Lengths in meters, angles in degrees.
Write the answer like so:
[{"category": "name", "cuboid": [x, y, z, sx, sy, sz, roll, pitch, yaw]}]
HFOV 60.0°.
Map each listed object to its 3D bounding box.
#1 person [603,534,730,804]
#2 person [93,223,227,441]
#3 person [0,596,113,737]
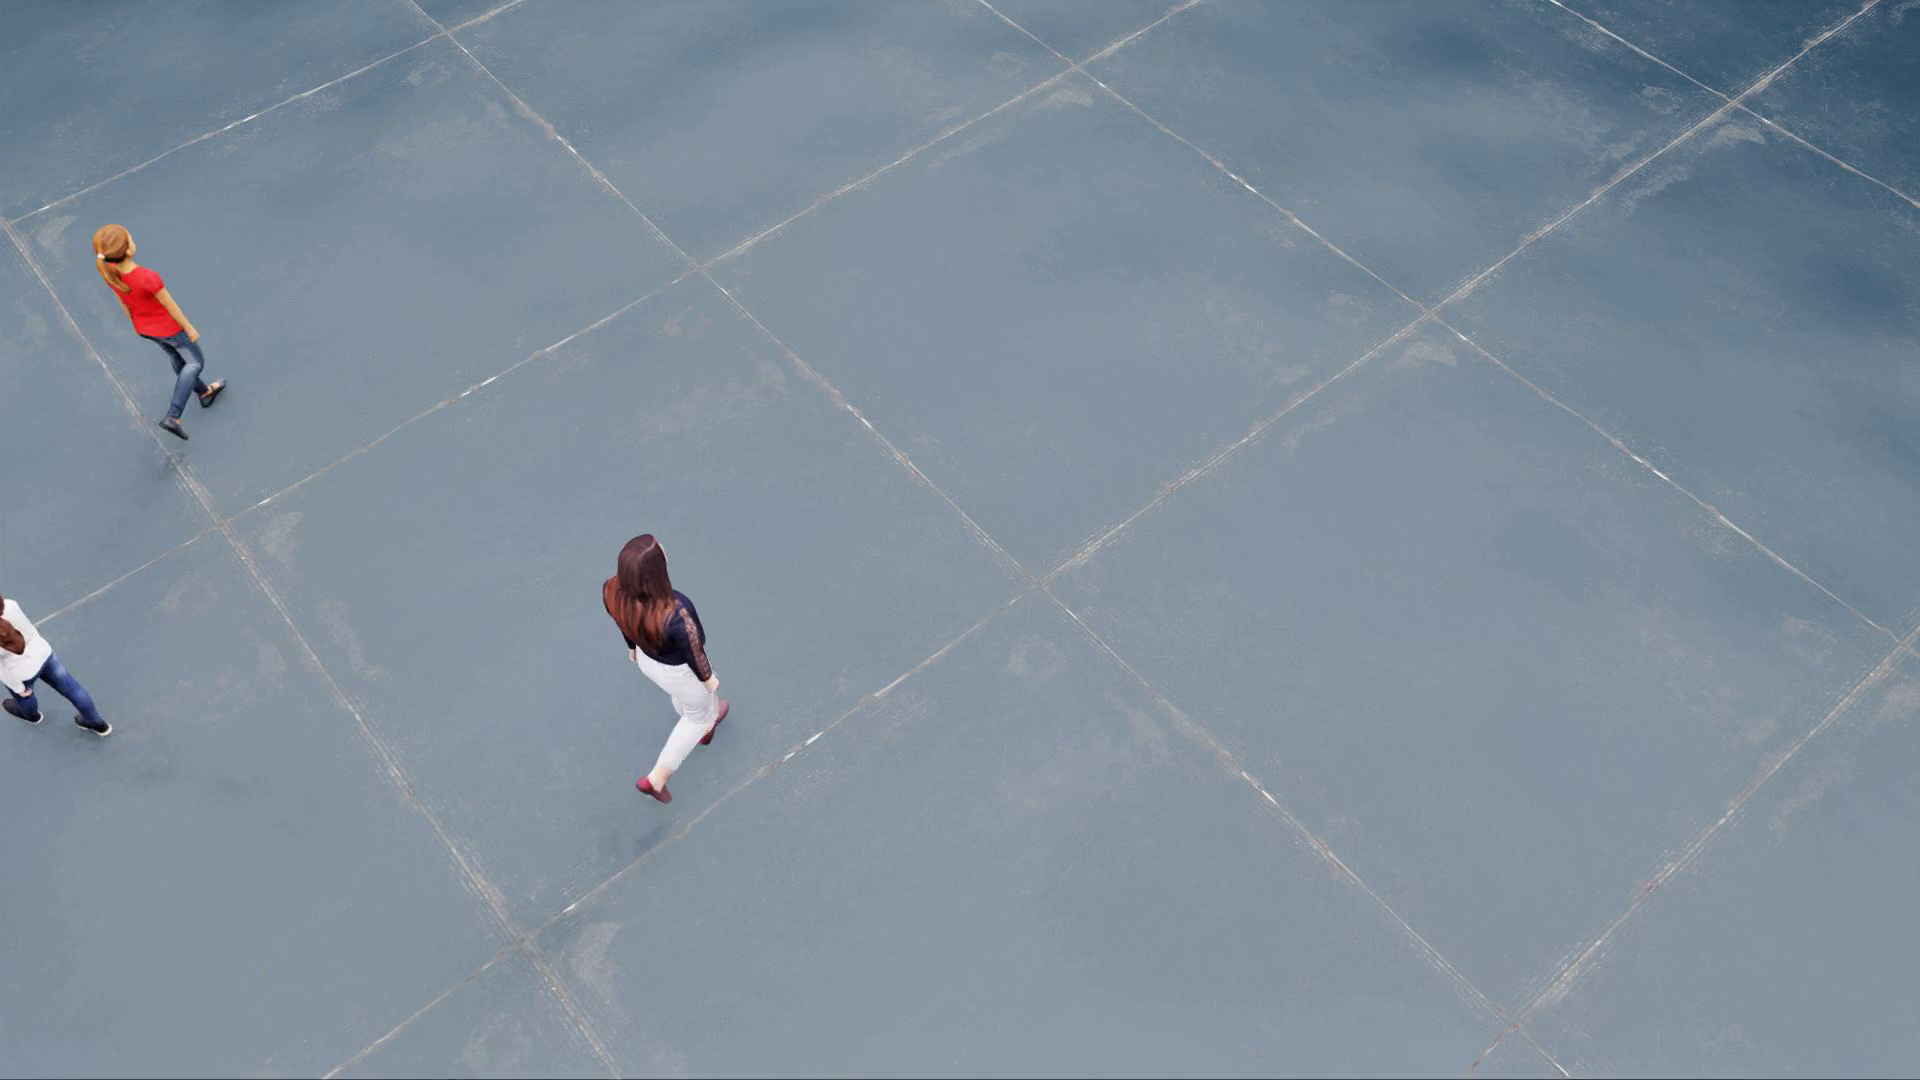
[{"category": "person", "cuboid": [-1.246, 0.560, 7.102, 0.747, 1.591, 0.967, 29, 57, 20]}, {"category": "person", "cuboid": [-4.130, -1.054, 8.536, 0.705, 1.300, 0.839, 14, 54, 11]}, {"category": "person", "cuboid": [-4.122, 0.554, 7.425, 0.707, 1.087, 0.734, 17, 54, 13]}]
